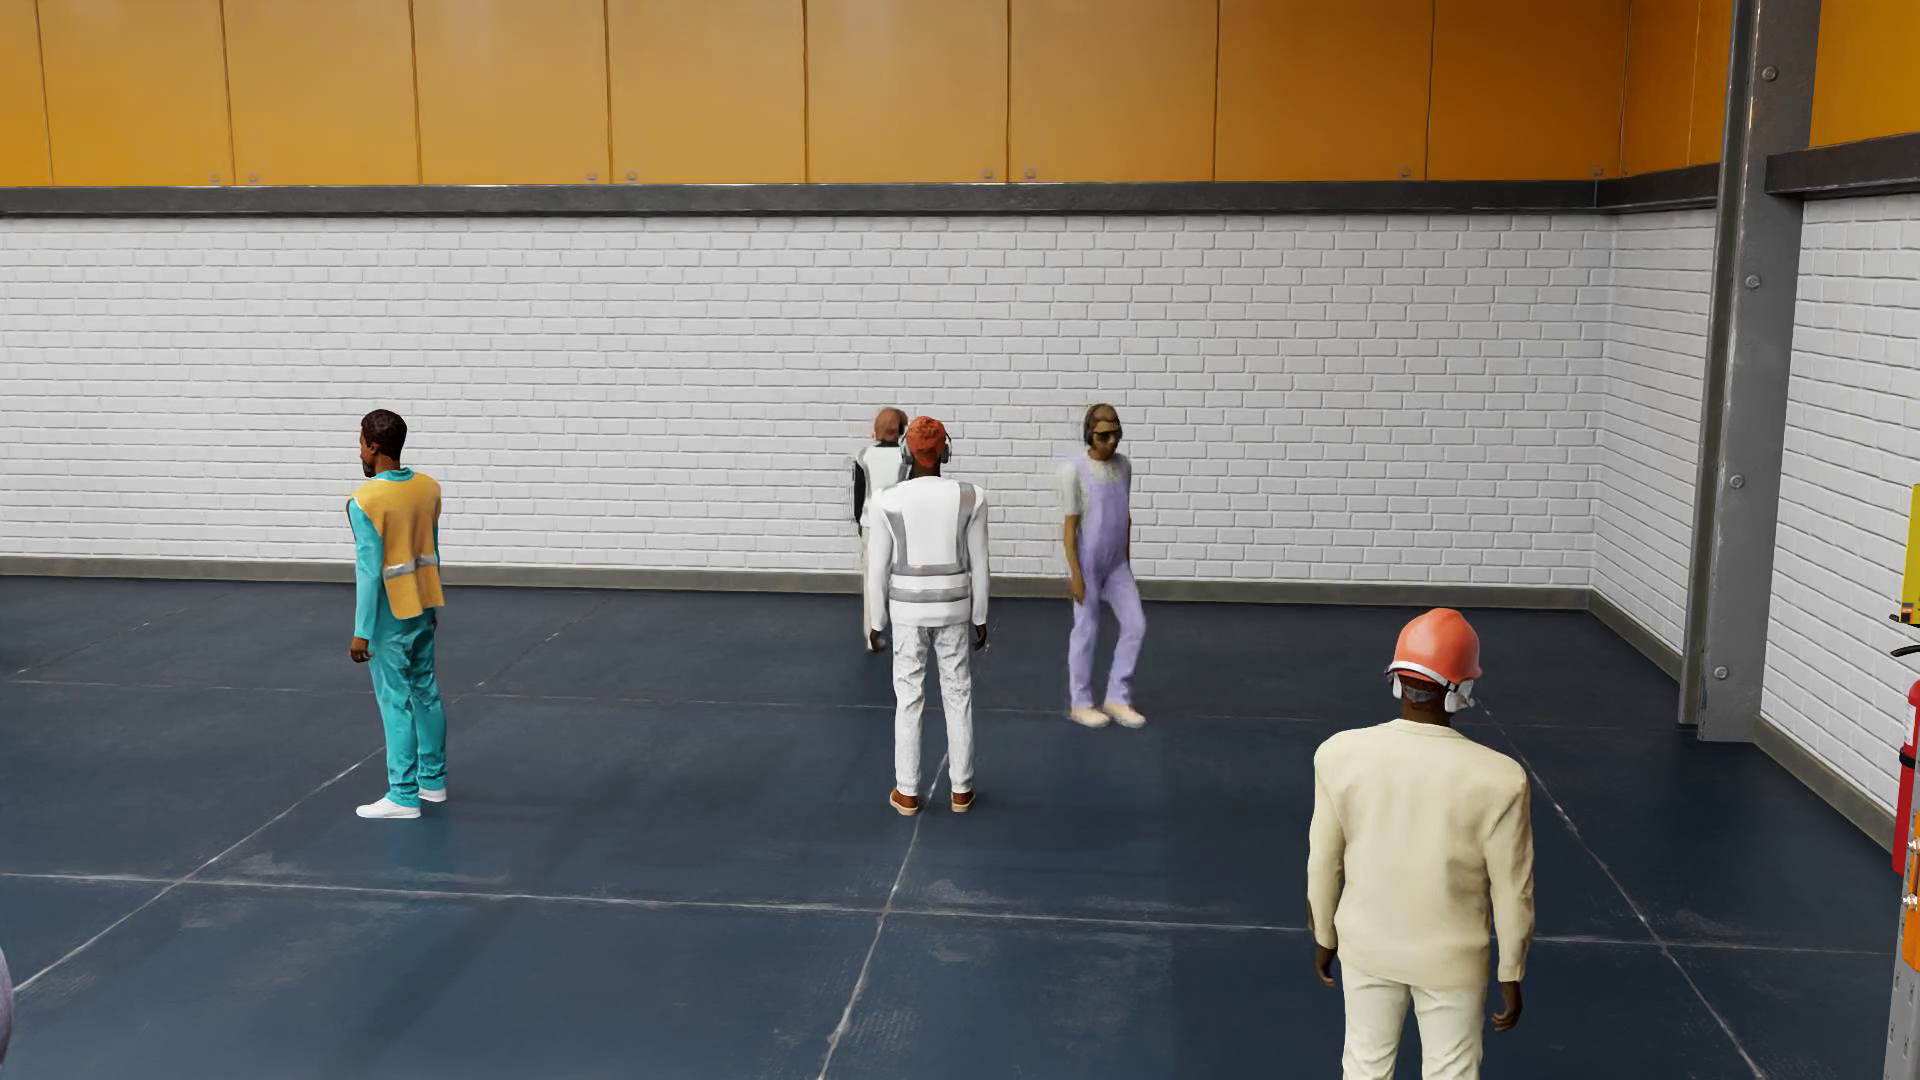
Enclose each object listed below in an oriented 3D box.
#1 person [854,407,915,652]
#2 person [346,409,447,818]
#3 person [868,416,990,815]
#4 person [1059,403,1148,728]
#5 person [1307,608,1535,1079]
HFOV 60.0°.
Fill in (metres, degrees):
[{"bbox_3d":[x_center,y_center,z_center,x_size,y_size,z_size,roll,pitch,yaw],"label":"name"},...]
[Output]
[{"bbox_3d":[-0.449,-0.093,11.188,0.541,1.591,0.831,3,10,18],"label":"person"},{"bbox_3d":[-2.624,0.345,7.785,0.386,1.918,0.595,3,10,15],"label":"person"},{"bbox_3d":[-0.143,0.360,7.803,0.572,1.884,0.356,-1,10,-7],"label":"person"},{"bbox_3d":[0.812,0.161,9.108,0.531,1.821,0.605,-8,13,-37],"label":"person"},{"bbox_3d":[1.186,1.037,4.294,0.572,1.749,0.341,6,11,30],"label":"person"}]
